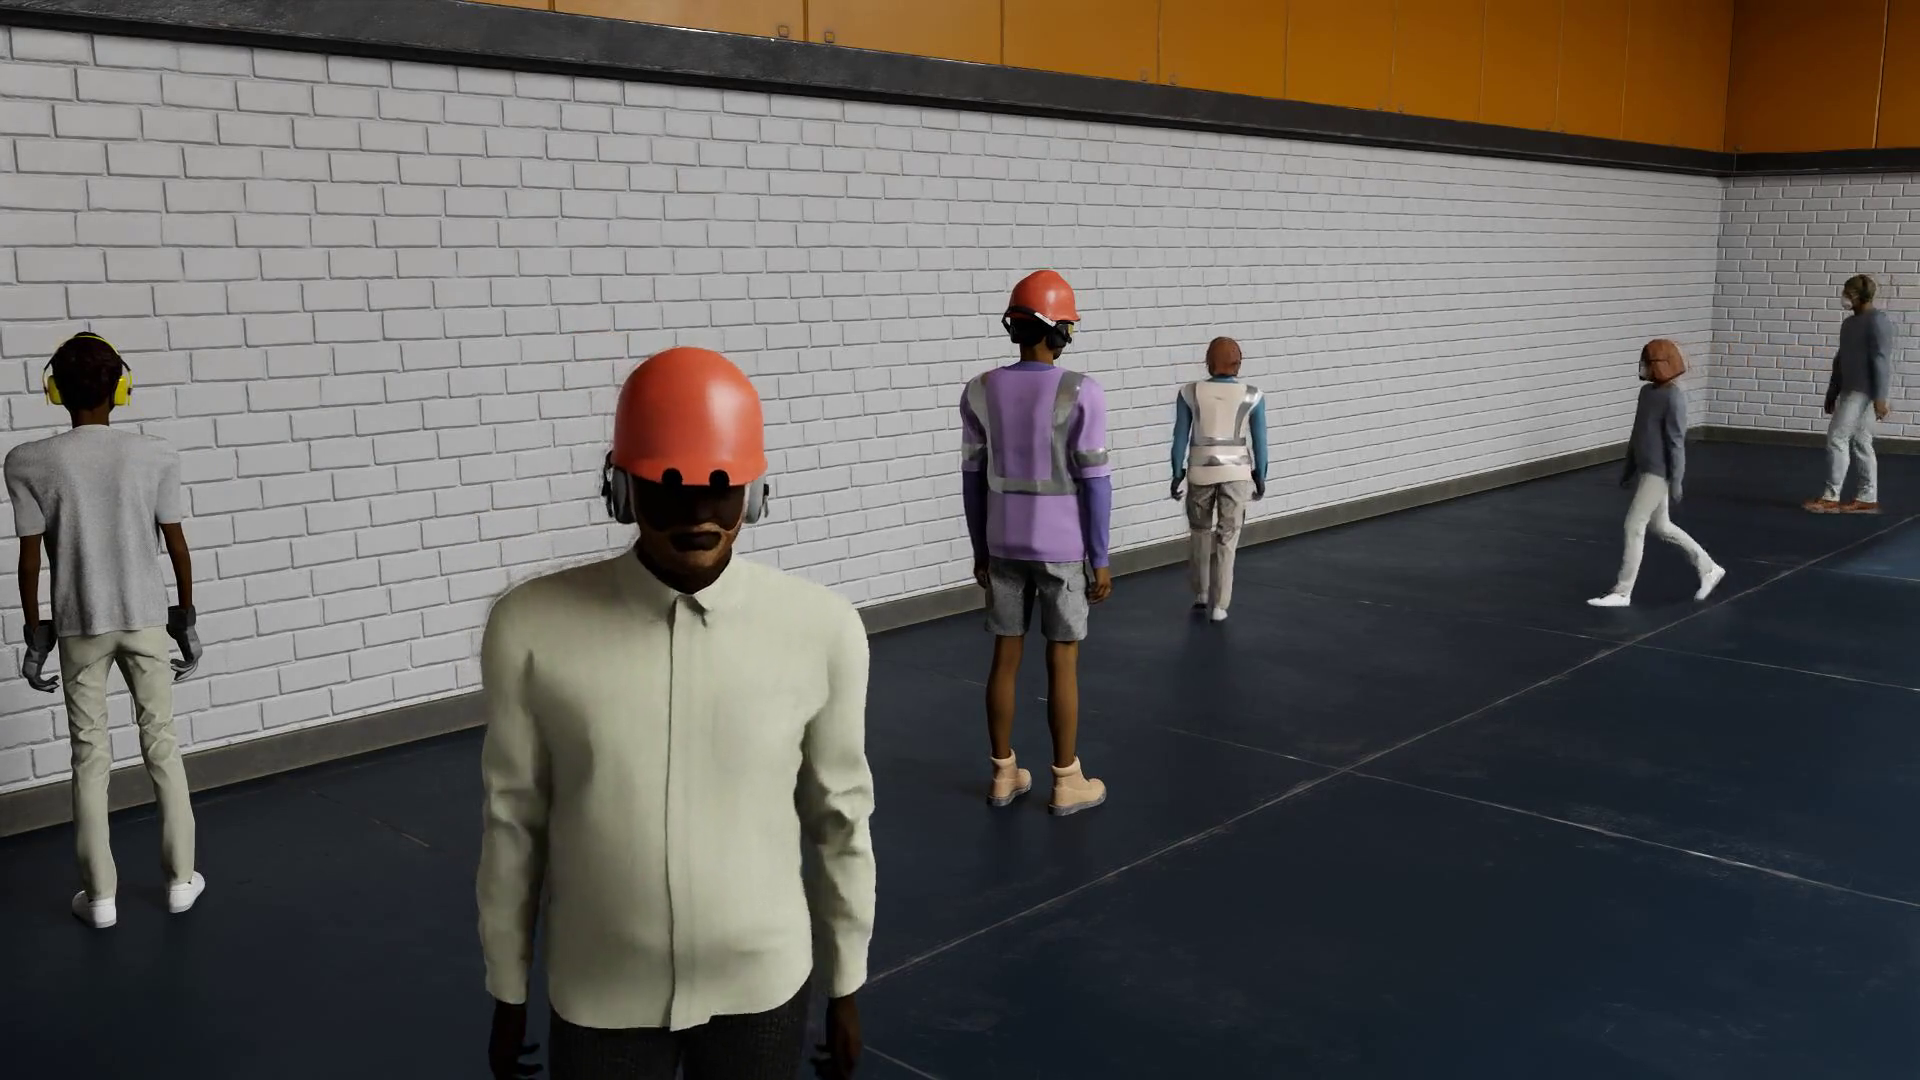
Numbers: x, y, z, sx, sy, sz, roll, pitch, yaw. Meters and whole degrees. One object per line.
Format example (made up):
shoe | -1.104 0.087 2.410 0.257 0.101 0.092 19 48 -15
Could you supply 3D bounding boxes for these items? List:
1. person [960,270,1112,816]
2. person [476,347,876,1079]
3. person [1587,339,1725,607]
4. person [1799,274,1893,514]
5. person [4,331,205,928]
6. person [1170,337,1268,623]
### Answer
person | 0.298 0.017 6.276 0.606 2.044 0.373 5 11 28
person | -0.444 0.679 2.657 0.624 1.981 0.509 -2 10 -13
person | 4.178 -0.390 9.838 0.779 1.606 0.495 1 10 5
person | 7.035 -1.145 13.260 0.791 1.909 0.666 1 10 7
person | -2.675 0.286 5.242 0.513 1.872 0.328 -6 12 -31
person | 1.494 -0.352 9.548 0.546 1.618 0.523 3 10 14
